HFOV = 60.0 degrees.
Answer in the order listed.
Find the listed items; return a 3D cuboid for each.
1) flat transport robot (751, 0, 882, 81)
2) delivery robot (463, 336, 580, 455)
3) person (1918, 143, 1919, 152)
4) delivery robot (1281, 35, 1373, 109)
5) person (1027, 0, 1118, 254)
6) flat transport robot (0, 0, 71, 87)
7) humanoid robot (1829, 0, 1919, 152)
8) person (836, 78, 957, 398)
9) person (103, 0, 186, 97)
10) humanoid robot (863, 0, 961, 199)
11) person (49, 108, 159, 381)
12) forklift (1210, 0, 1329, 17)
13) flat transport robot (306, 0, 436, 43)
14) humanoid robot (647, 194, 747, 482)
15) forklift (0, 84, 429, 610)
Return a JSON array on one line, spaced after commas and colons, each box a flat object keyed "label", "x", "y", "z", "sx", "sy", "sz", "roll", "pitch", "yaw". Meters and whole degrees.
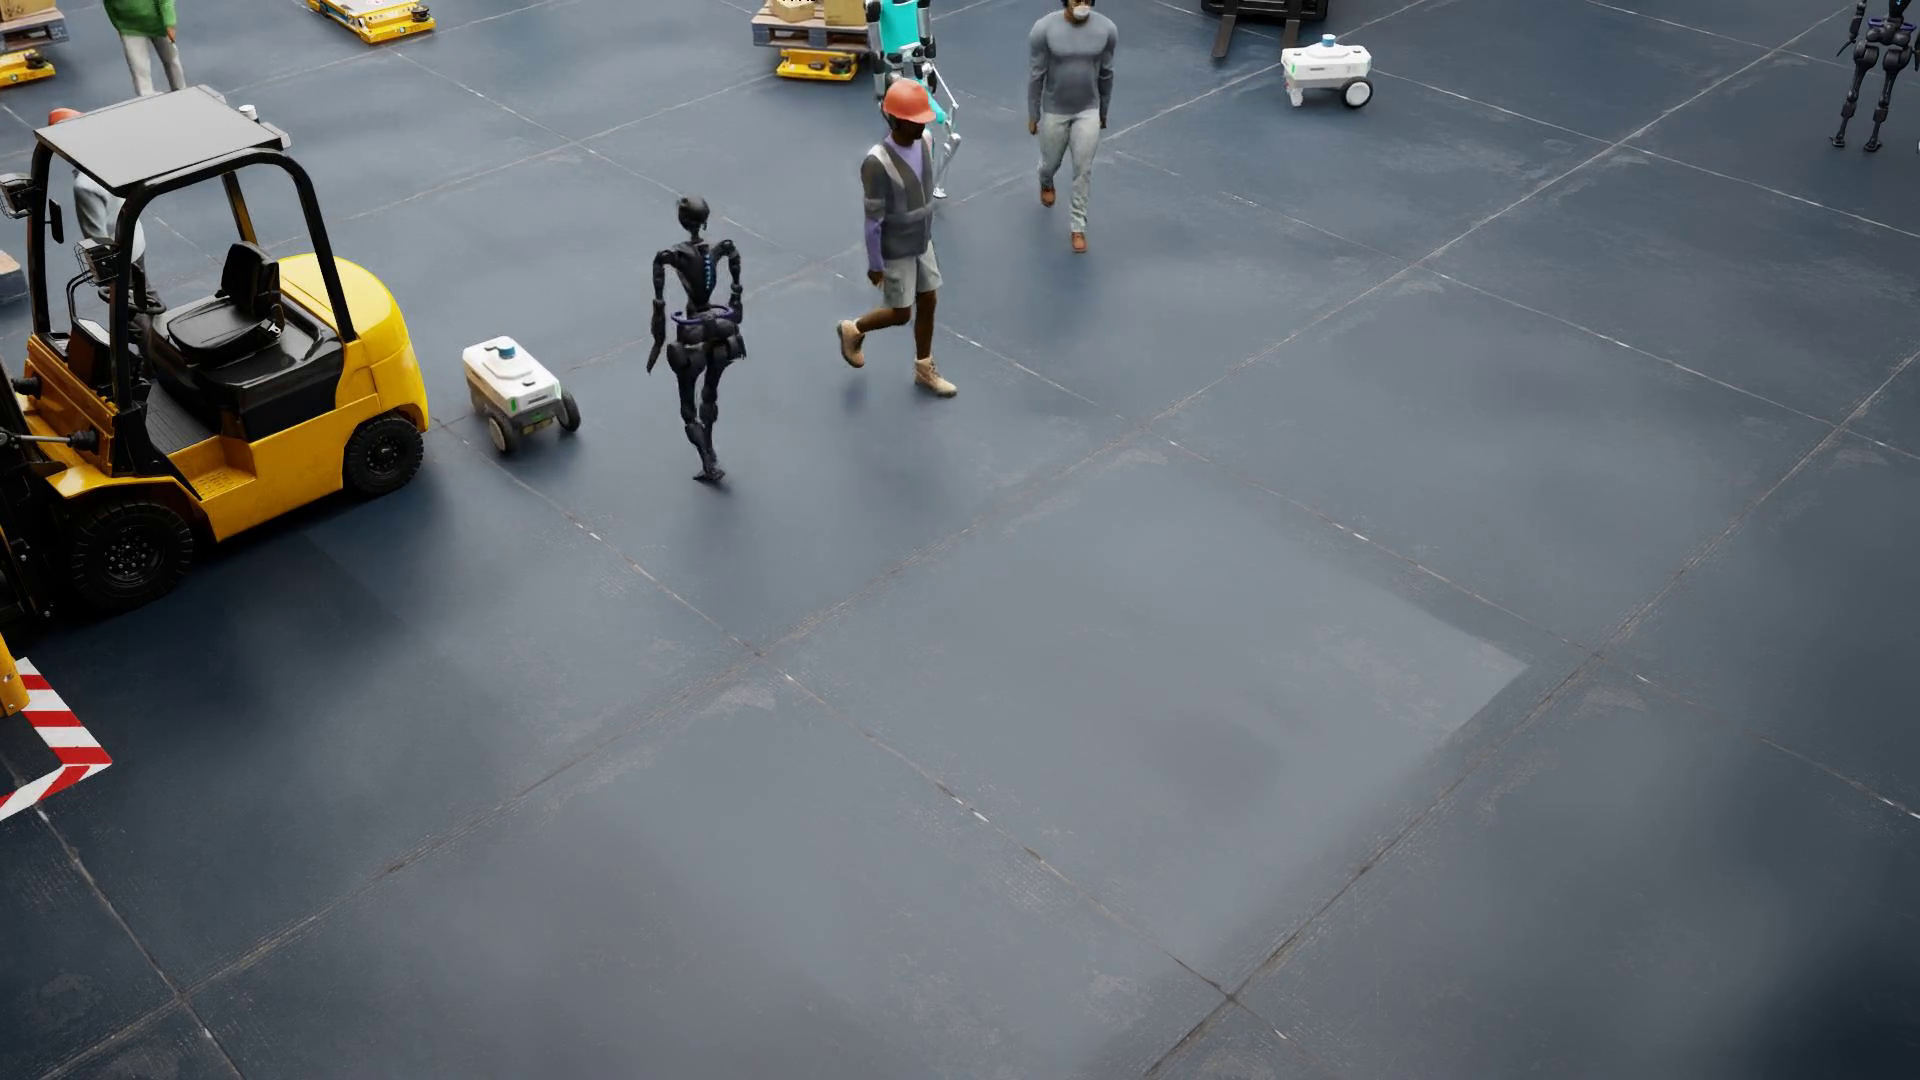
[{"label": "flat transport robot", "x": -1.147, "y": -4.496, "z": 15.015, "sx": 0.659, "sy": 0.231, "sz": 1.431, "roll": 6, "pitch": 37, "yaw": 8}, {"label": "delivery robot", "x": -2.678, "y": -0.924, "z": 9.974, "sx": 0.499, "sy": 0.570, "sz": 0.746, "roll": -25, "pitch": 43, "yaw": -30}, {"label": "person", "x": 7.857, "y": -3.464, "z": 12.531, "sx": 0.521, "sy": 1.571, "sz": 0.897, "roll": -18, "pitch": 40, "yaw": -23}, {"label": "delivery robot", "x": 3.118, "y": -3.966, "z": 14.080, "sx": 0.782, "sy": 0.611, "sz": 0.510, "roll": -4, "pitch": 37, "yaw": -6}, {"label": "person", "x": 0.770, "y": -3.052, "z": 11.708, "sx": 0.635, "sy": 1.919, "sz": 0.803, "roll": -4, "pitch": 37, "yaw": -5}, {"label": "flat transport robot", "x": -8.645, "y": -4.355, "z": 14.826, "sx": 0.659, "sy": 0.231, "sz": 1.431, "roll": -26, "pitch": 44, "yaw": -30}, {"label": "humanoid robot", "x": 7.237, "y": -3.896, "z": 13.023, "sx": 0.599, "sy": 1.657, "sz": 0.315, "roll": 17, "pitch": 40, "yaw": 22}, {"label": "person", "x": -0.377, "y": -1.803, "z": 9.953, "sx": 0.726, "sy": 2.024, "sz": 0.609, "roll": 22, "pitch": 42, "yaw": 27}, {"label": "person", "x": -6.518, "y": -4.100, "z": 13.269, "sx": 0.534, "sy": 1.724, "sz": 0.971, "roll": -10, "pitch": 38, "yaw": -13}, {"label": "humanoid robot", "x": -0.328, "y": -3.281, "z": 12.165, "sx": 0.569, "sy": 1.734, "sz": 1.034, "roll": -21, "pitch": 42, "yaw": -26}, {"label": "person", "x": -5.185, "y": -1.801, "z": 10.179, "sx": 0.352, "sy": 1.737, "sz": 0.576, "roll": -4, "pitch": 37, "yaw": -5}, {"label": "forklift", "x": 3.106, "y": -6.400, "z": 15.960, "sx": 1.214, "sy": 2.155, "sz": 2.313, "roll": 8, "pitch": 37, "yaw": 10}, {"label": "flat transport robot", "x": -5.606, "y": -5.049, "z": 15.756, "sx": 0.659, "sy": 0.231, "sz": 1.431, "roll": -27, "pitch": 45, "yaw": -31}, {"label": "humanoid robot", "x": -1.448, "y": -1.107, "z": 9.326, "sx": 0.609, "sy": 1.634, "sz": 0.495, "roll": -16, "pitch": 40, "yaw": -20}, {"label": "forklift", "x": -4.145, "y": -1.093, "z": 8.856, "sx": 2.313, "sy": 2.155, "sz": 1.214, "roll": -31, "pitch": 47, "yaw": -34}]
